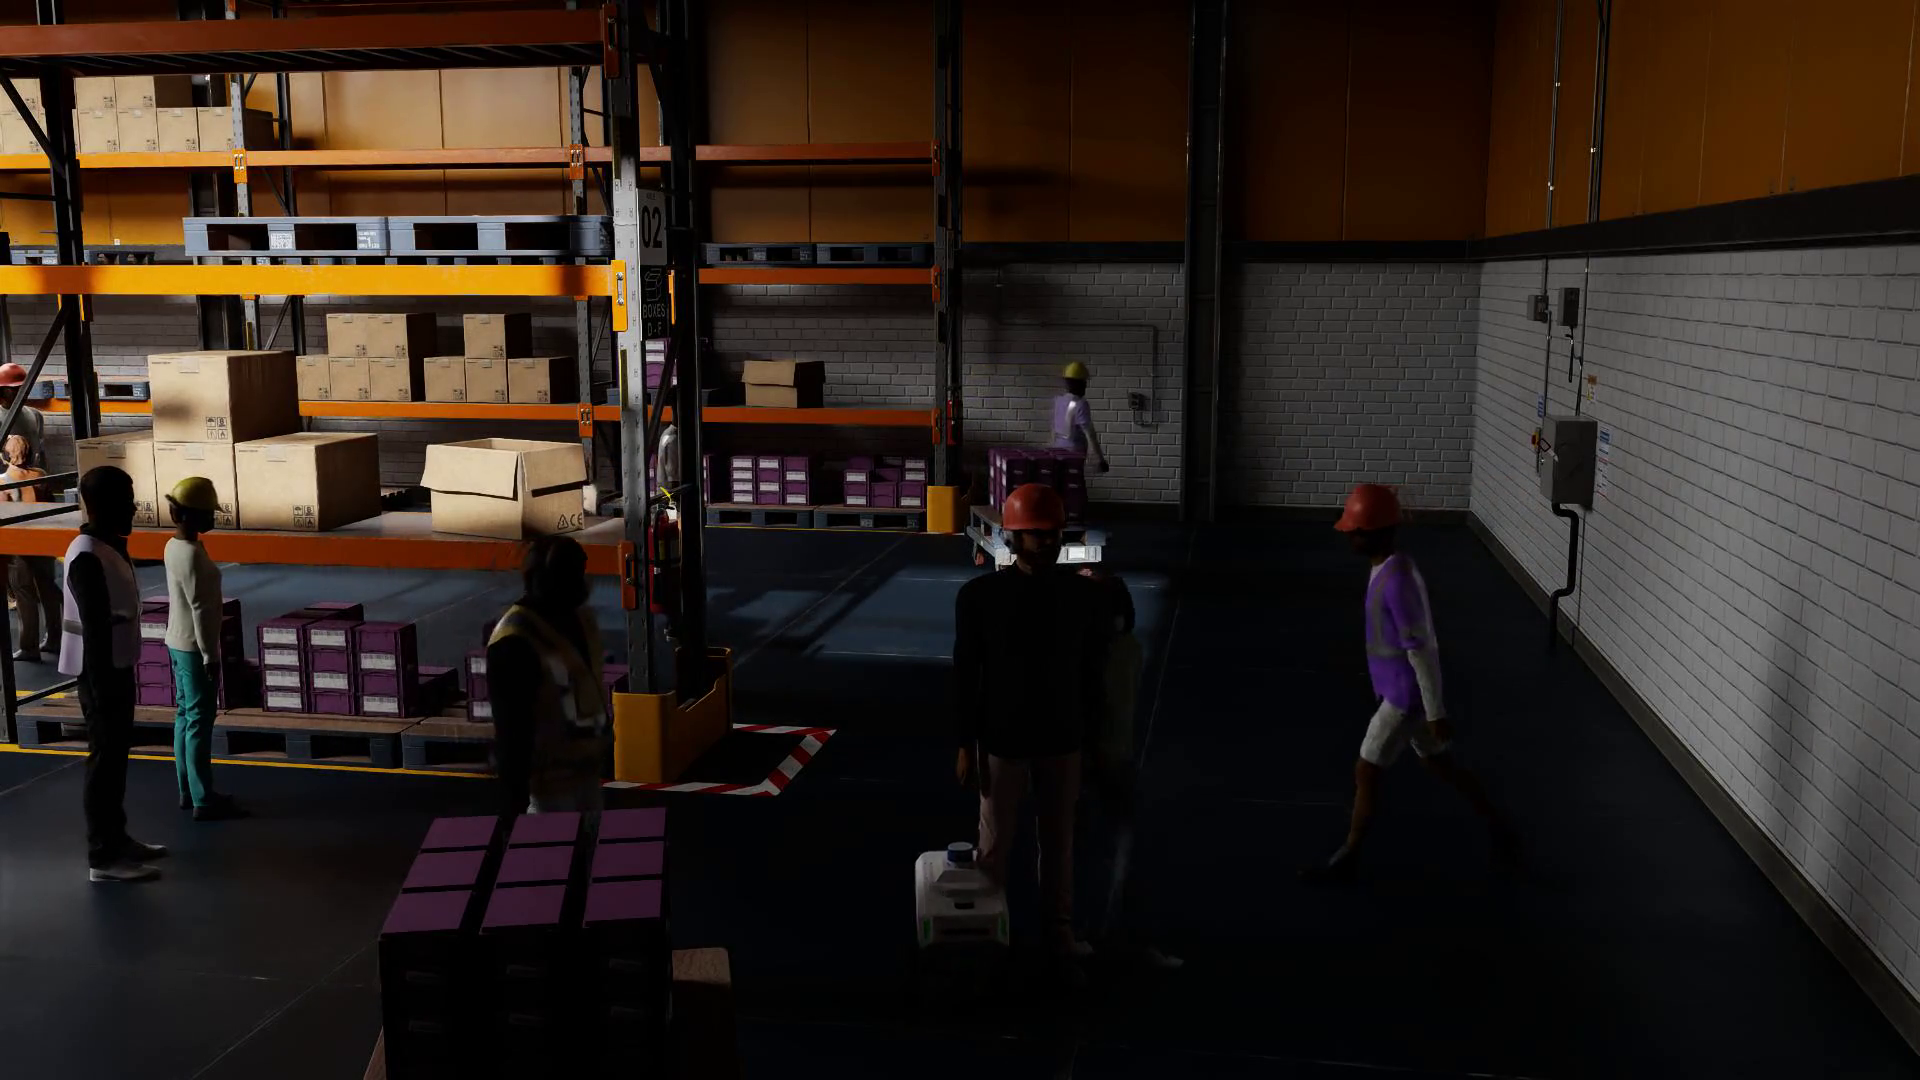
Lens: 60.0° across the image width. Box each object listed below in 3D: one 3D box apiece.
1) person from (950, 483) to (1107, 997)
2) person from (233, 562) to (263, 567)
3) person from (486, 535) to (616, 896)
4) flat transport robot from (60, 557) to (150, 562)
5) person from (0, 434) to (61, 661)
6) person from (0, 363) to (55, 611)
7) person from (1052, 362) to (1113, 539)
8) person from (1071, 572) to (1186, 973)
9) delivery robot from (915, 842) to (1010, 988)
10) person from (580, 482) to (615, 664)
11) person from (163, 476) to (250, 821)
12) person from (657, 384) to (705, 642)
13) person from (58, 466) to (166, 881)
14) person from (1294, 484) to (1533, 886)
[{"bbox_3d":[0.271,0.769,6.447,0.622,1.996,0.370,-2,9,-12],"label":"person"},{"bbox_3d":[-6.819,-0.662,15.714,0.477,1.867,0.617,-9,13,-43],"label":"person"},{"bbox_3d":[-1.594,0.877,6.322,0.596,1.827,0.633,2,9,11],"label":"person"},{"bbox_3d":[-7.857,0.069,16.129,0.652,0.197,1.431,9,13,44],"label":"flat transport robot"},{"bbox_3d":[-6.746,0.051,12.001,0.313,1.642,0.513,2,9,11],"label":"person"},{"bbox_3d":[-7.815,-0.443,13.824,0.375,2.044,0.605,3,10,19],"label":"person"},{"bbox_3d":[1.222,-0.857,16.894,0.857,1.884,0.595,-4,10,-21],"label":"person"},{"bbox_3d":[0.615,0.936,6.611,0.506,1.605,0.755,-6,11,-31],"label":"person"},{"bbox_3d":[0.002,1.429,6.522,0.477,0.478,0.707,0,9,-3],"label":"delivery robot"},{"bbox_3d":[-2.611,0.178,11.239,0.360,1.623,0.547,4,10,24],"label":"person"},{"bbox_3d":[-3.891,0.552,8.527,0.319,1.763,0.522,-7,11,-36],"label":"person"},{"bbox_3d":[-2.118,-0.214,12.645,0.363,1.962,0.612,-2,9,-11],"label":"person"},{"bbox_3d":[-3.944,0.611,7.681,0.370,1.915,0.597,-3,10,-20],"label":"person"},{"bbox_3d":[2.098,0.669,7.495,1.032,1.878,0.589,2,9,11],"label":"person"}]
